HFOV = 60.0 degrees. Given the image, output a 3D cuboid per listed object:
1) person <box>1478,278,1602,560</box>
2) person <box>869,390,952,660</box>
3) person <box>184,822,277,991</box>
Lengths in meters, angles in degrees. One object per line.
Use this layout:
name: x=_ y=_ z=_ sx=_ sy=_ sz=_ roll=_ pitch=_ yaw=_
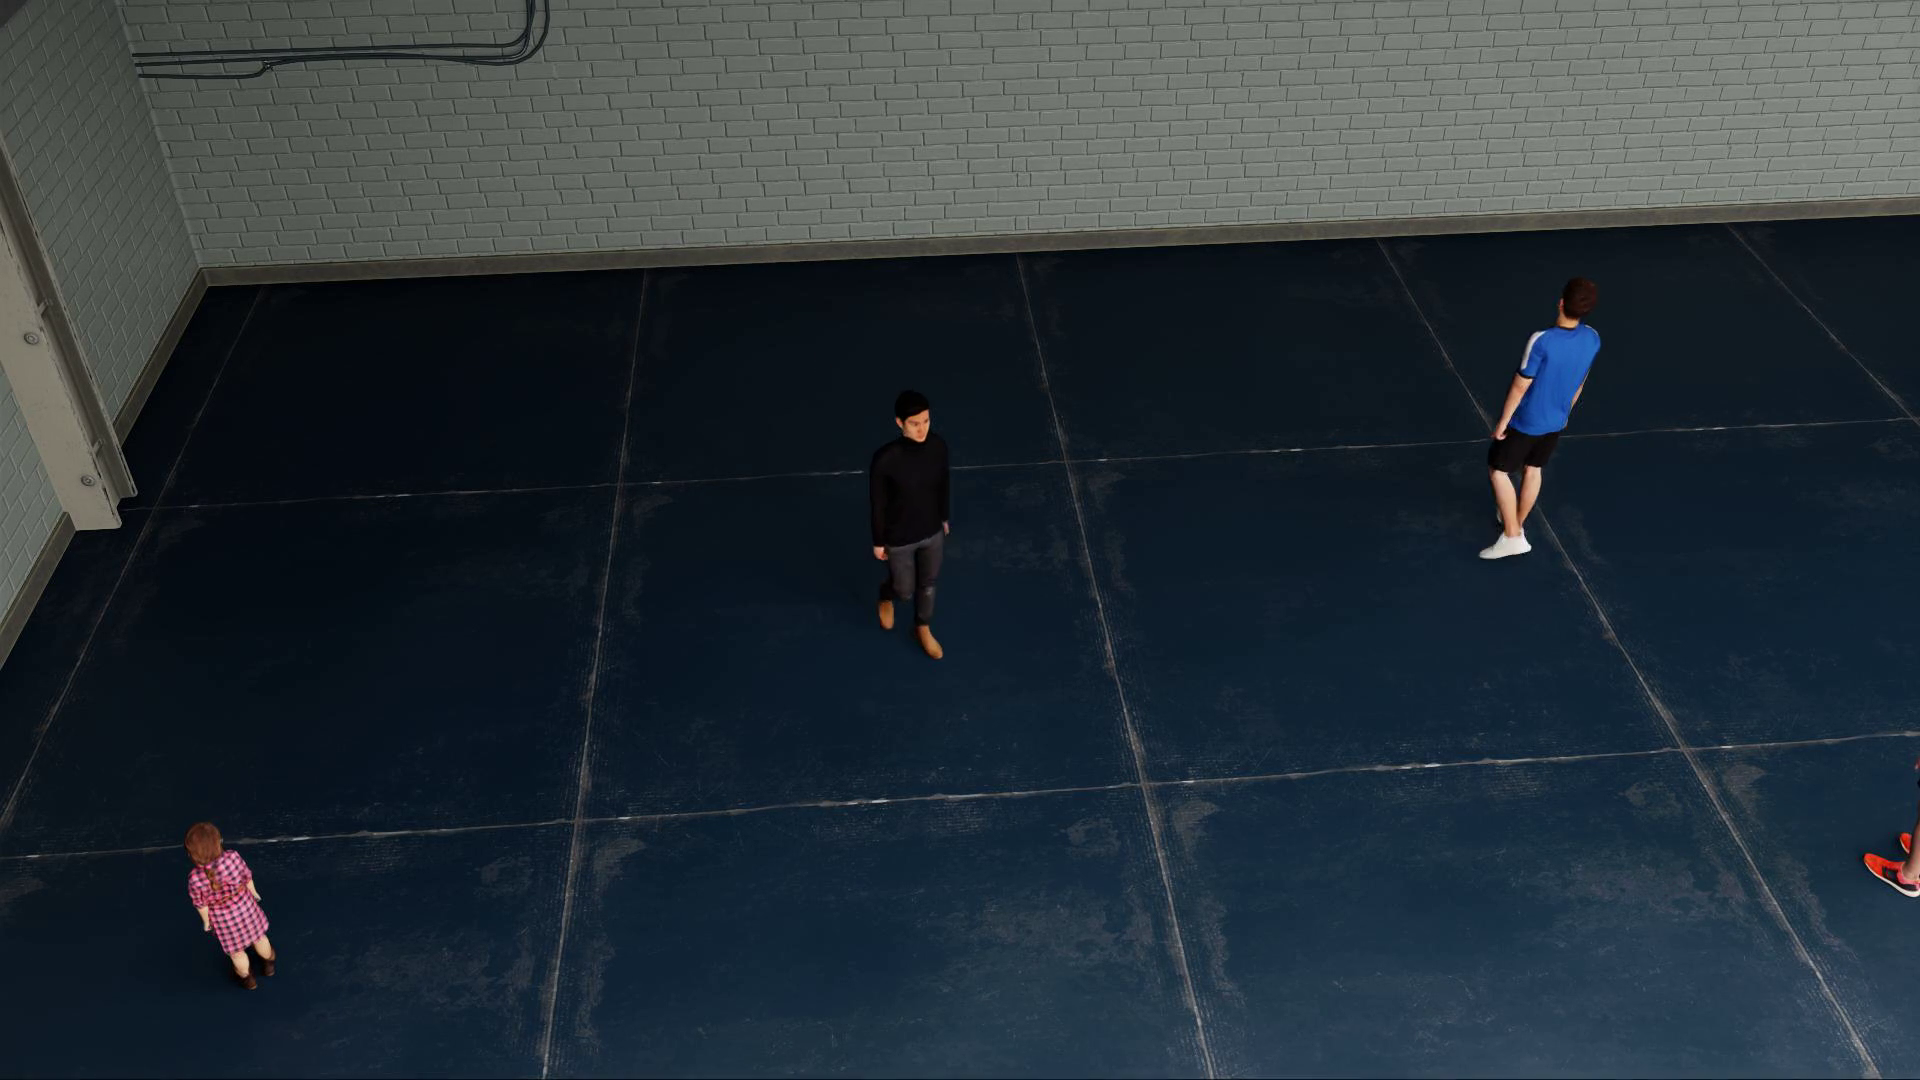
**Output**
person: x=3.461 y=-0.727 z=10.003 sx=0.834 sy=1.858 sz=0.902 roll=-18 pitch=41 yaw=-21
person: x=-0.303 y=-0.115 z=9.335 sx=0.826 sy=1.716 sz=0.906 roll=-20 pitch=42 yaw=-23
person: x=-3.353 y=1.673 z=7.614 sx=0.555 sy=1.021 sz=0.502 roll=31 pitch=48 yaw=33
